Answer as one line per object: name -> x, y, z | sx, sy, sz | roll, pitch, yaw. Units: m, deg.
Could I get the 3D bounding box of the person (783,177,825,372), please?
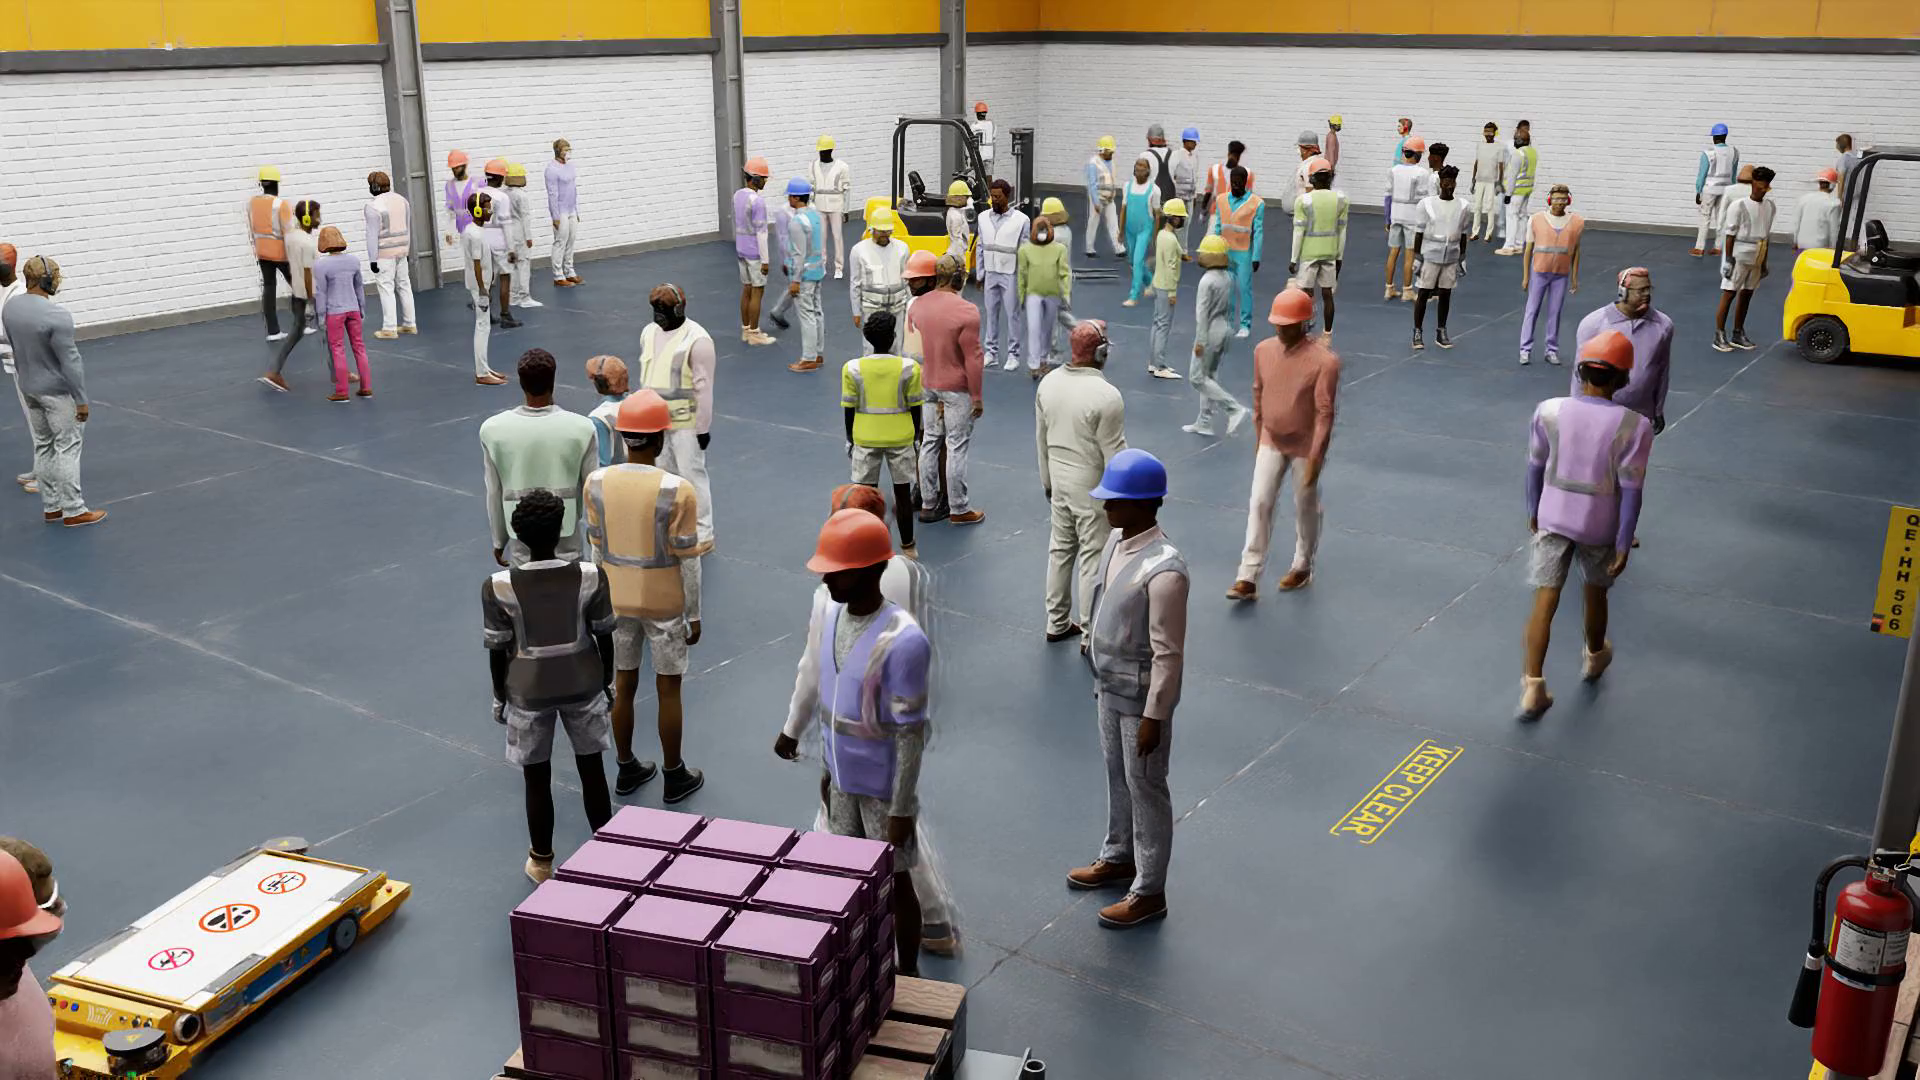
person -> -1.571, -2.664, 16.739 | 0.406, 1.947, 0.606 | 4, 18, 14

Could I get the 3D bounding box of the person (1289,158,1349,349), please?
person -> 3.819, -3.055, 17.827 | 0.605, 2.034, 0.390 | -4, 18, -11

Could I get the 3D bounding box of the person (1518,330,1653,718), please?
person -> 3.253, -0.108, 8.684 | 0.611, 1.987, 1.052 | 11, 21, 31

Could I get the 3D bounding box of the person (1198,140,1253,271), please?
person -> 3.454, -4.234, 21.664 | 0.684, 1.932, 0.445 | 5, 18, 15

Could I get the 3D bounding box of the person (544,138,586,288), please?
person -> -5.219, -4.300, 21.896 | 0.367, 1.932, 0.623 | 4, 18, 13

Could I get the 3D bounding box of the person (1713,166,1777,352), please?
person -> 8.417, -3.002, 17.779 | 0.608, 1.958, 0.386 | -6, 19, -19

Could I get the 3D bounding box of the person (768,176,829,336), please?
person -> -1.840, -3.189, 18.641 | 0.708, 1.793, 0.648 | 13, 22, 35

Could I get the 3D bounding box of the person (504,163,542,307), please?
person -> -5.412, -3.751, 20.470 | 0.492, 1.742, 0.320 | 17, 24, 42

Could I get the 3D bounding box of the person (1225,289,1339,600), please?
person -> 1.966, -0.558, 10.149 | 0.625, 1.942, 0.958 | 14, 22, 36

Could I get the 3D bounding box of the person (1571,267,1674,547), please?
person -> 4.458, -0.887, 11.242 | 0.652, 1.909, 0.409 | 0, 18, 1

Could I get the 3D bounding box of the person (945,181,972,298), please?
person -> -0.013, -3.087, 18.393 | 0.294, 1.744, 0.487 | -2, 18, -6

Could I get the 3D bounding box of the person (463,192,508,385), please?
person -> -4.639, -2.436, 16.174 | 0.325, 1.861, 0.512 | -6, 19, -18

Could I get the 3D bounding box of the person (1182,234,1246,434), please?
person -> 2.178, -1.719, 14.128 | 0.525, 1.728, 0.500 | 10, 20, 29

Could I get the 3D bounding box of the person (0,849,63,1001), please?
person -> -2.054, 1.564, 3.488 | 0.520, 1.960, 0.642 | -3, 18, -9

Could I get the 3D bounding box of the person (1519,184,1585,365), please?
person -> 6.064, -2.722, 17.083 | 0.565, 1.847, 0.396 | 2, 18, 6

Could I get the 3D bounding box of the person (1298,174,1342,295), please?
person -> 4.598, -3.892, 21.069 | 0.535, 1.636, 0.898 | 11, 21, 30

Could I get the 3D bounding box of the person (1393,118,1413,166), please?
person -> 7.242, -5.942, 27.157 | 0.389, 1.847, 0.567 | 4, 18, 13

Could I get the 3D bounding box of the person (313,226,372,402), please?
person -> -5.767, -2.105, 15.512 | 0.274, 1.627, 0.503 | 12, 21, 33

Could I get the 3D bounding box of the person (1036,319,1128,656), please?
person -> 0.721, -0.296, 9.400 | 0.408, 1.905, 0.654 | -14, 22, -36

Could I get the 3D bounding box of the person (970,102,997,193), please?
person -> 0.398, -6.972, 30.258 | 0.541, 1.928, 0.398 | -12, 21, -33

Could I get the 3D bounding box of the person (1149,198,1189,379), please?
person -> 2.077, -2.495, 16.507 | 0.325, 1.765, 0.533 | -1, 18, -4

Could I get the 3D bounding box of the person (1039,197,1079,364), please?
person -> 1.069, -2.645, 17.063 | 0.551, 1.716, 0.517 | 8, 19, 22

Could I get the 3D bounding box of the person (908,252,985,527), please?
person -> -0.085, -1.058, 11.731 | 0.638, 1.938, 0.356 | 15, 23, 38

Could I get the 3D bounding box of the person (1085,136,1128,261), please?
person -> 2.147, -4.922, 24.042 | 0.614, 1.792, 0.865 | -17, 24, -42

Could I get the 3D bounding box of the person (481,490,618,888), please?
person -> -1.673, 0.621, 6.864 | 0.540, 1.698, 0.317 | -7, 19, -20

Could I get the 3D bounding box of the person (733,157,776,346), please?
person -> -2.208, -3.112, 18.023 | 0.405, 2.029, 0.607 | -11, 21, -31

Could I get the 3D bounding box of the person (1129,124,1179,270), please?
person -> 2.692, -4.791, 23.243 | 0.693, 2.000, 0.748 | -7, 19, -22

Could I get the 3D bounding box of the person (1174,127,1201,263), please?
person -> 3.222, -4.931, 23.850 | 0.618, 1.936, 0.434 | -16, 24, -41

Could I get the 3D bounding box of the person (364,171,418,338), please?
person -> -6.369, -3.172, 18.519 | 0.429, 1.837, 0.628 | 8, 19, 23

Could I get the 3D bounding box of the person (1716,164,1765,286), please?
person -> 10.141, -4.062, 21.629 | 0.532, 1.617, 0.386 | 11, 21, 31

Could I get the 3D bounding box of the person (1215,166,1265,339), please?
person -> 3.092, -3.198, 18.491 | 0.584, 1.905, 0.404 | 15, 23, 38

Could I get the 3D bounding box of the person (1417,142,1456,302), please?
person -> 5.919, -3.971, 20.797 | 0.367, 1.966, 0.606 | 15, 23, 38
